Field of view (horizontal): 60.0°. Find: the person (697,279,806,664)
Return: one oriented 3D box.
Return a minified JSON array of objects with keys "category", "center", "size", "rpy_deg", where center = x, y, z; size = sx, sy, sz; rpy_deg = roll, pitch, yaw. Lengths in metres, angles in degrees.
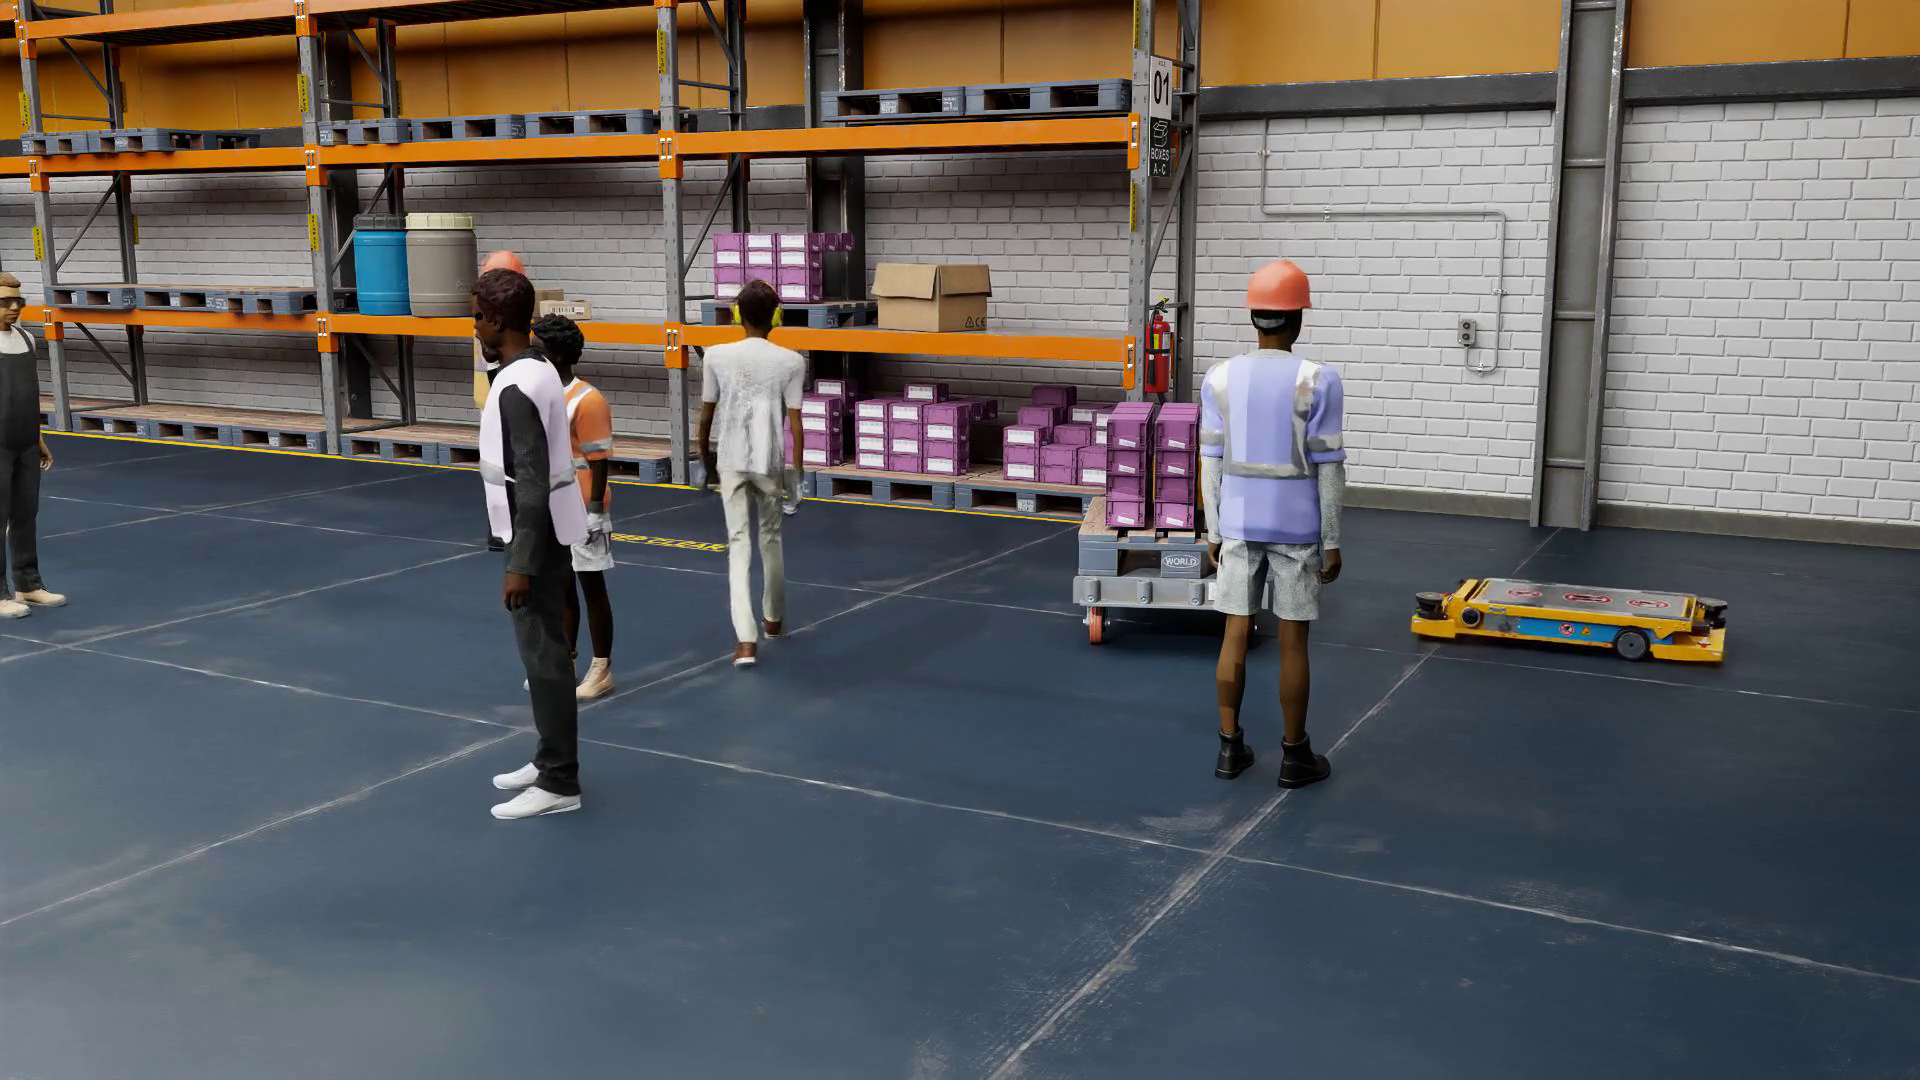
[{"category":"person","center":[-1.010,-0.342,8.076],"size":[0.525,1.820,0.943],"rpy_deg":[-2,11,-11]}]

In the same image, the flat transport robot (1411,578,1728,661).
[{"category":"flat transport robot","center":[3.057,0.379,8.348],"size":[1.431,0.197,0.652],"rpy_deg":[5,11,25]}]

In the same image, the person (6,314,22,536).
[{"category":"person","center":[-6.515,-0.991,11.000],"size":[0.376,2.042,0.615],"rpy_deg":[10,14,44]}]

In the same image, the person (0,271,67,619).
[{"category":"person","center":[-5.098,-0.510,8.912],"size":[0.324,1.842,0.516],"rpy_deg":[2,11,11]}]

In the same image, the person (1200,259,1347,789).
[{"category":"person","center":[1.151,-0.051,6.128],"size":[0.545,1.942,0.349],"rpy_deg":[6,12,29]}]

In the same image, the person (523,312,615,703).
[{"category":"person","center":[-1.713,-0.141,7.277],"size":[0.536,1.699,0.322],"rpy_deg":[9,14,42]}]

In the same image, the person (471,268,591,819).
[{"category":"person","center":[-1.497,0.015,5.831],"size":[0.397,1.917,0.590],"rpy_deg":[-2,11,-11]}]

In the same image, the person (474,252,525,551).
[{"category":"person","center":[-2.944,-0.891,10.772],"size":[0.383,1.927,0.543],"rpy_deg":[-2,11,-11]}]
